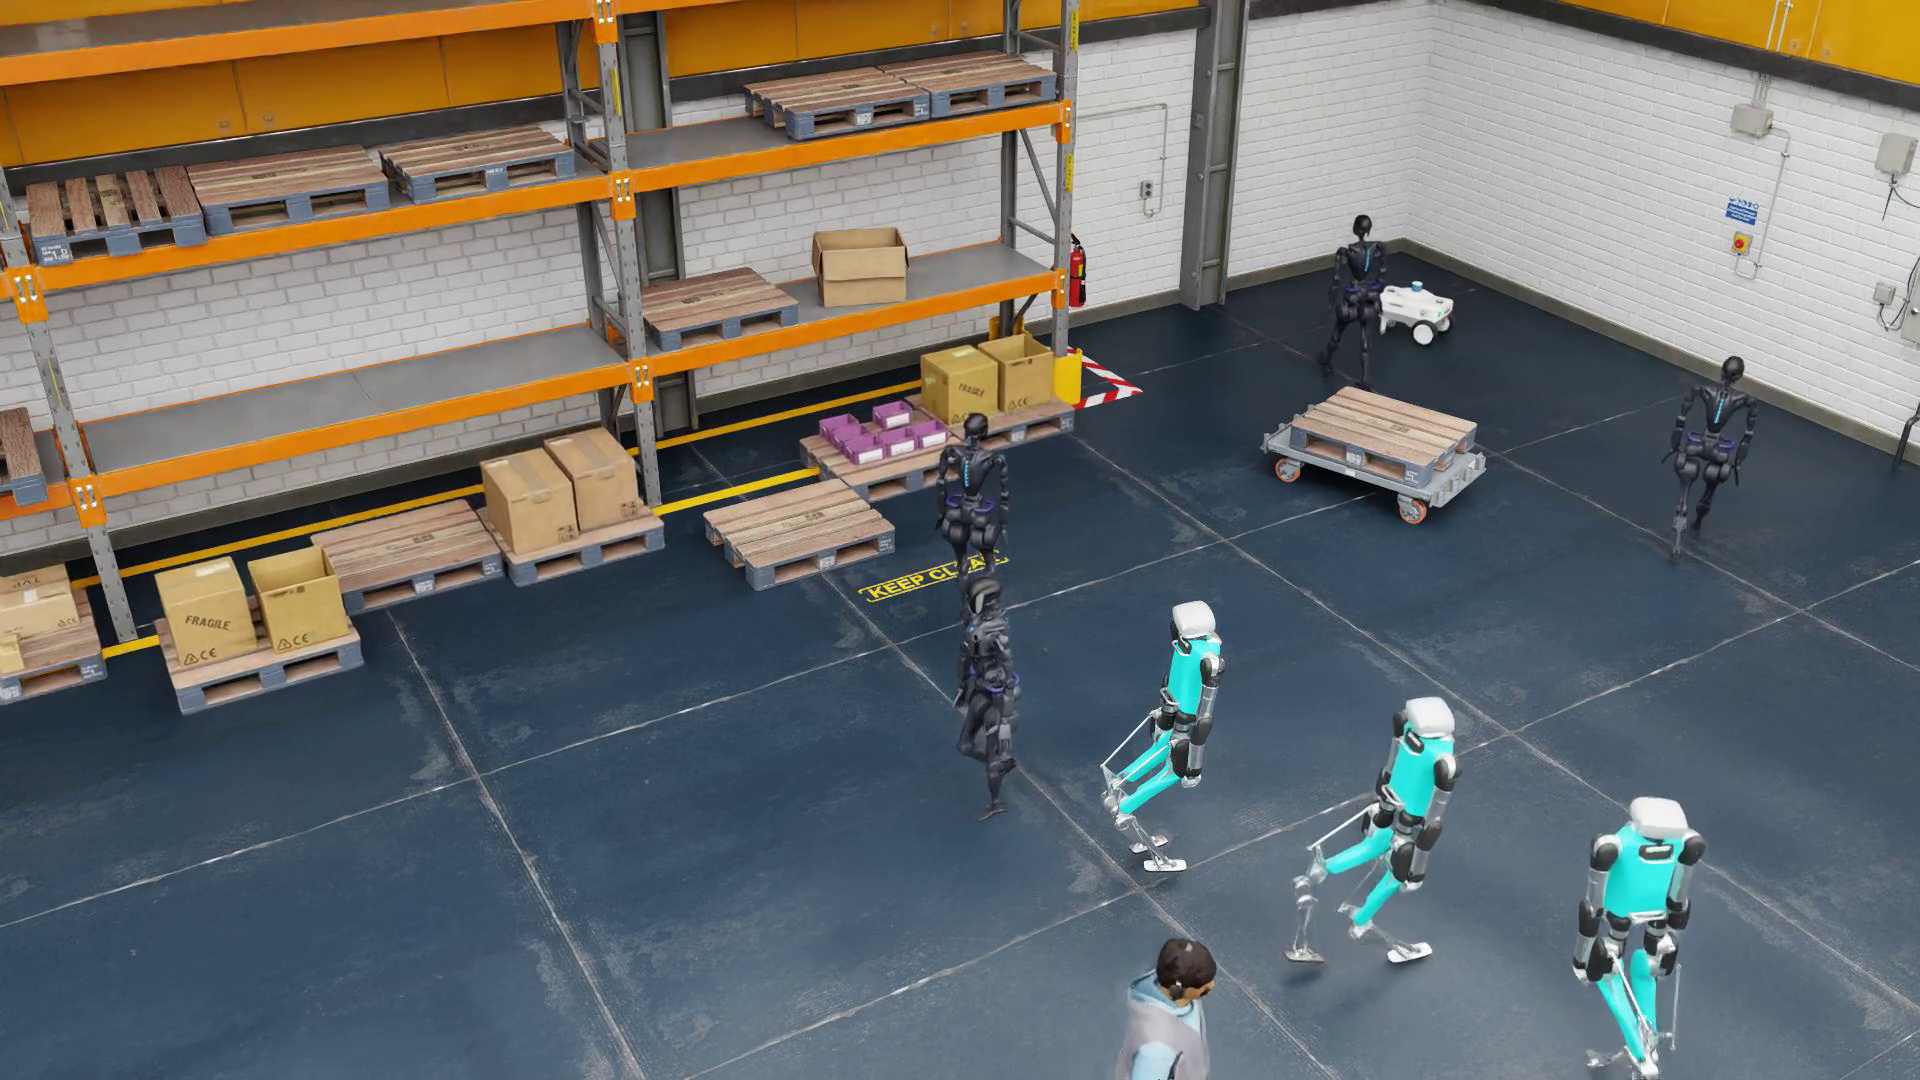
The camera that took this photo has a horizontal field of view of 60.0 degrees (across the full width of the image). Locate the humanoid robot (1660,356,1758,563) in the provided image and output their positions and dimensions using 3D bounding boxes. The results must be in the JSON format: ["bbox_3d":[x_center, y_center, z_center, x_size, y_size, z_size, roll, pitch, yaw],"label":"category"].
[{"bbox_3d":[5.718,-0.663,12.771,0.592,1.626,0.786,13,32,22],"label":"humanoid robot"}]

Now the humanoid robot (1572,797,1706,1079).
[{"bbox_3d":[3.220,2.139,7.769,0.537,1.787,1.014,-2,30,-4],"label":"humanoid robot"}]

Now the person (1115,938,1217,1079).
[{"bbox_3d":[0.805,2.388,7.134,0.718,1.852,0.543,6,30,11],"label":"person"}]

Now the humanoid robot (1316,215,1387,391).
[{"bbox_3d":[3.700,-2.268,15.586,0.599,1.626,0.754,-8,30,-13],"label":"humanoid robot"}]

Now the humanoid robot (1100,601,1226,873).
[{"bbox_3d":[1.062,1.138,9.332,0.735,1.677,0.533,-8,30,-14],"label":"humanoid robot"}]

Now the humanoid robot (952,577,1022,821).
[{"bbox_3d":[0.222,0.940,9.883,0.414,1.648,0.603,-15,33,-25],"label":"humanoid robot"}]

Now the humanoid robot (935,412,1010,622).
[{"bbox_3d":[0.052,-0.116,11.758,0.584,1.646,0.469,11,31,18],"label":"humanoid robot"}]

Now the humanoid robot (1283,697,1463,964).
[{"bbox_3d":[2.083,1.624,8.659,1.035,1.762,0.539,-8,30,-13],"label":"humanoid robot"}]

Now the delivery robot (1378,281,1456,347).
[{"bbox_3d":[4.577,-2.304,16.754,0.737,0.587,0.524,21,36,32],"label":"delivery robot"}]
